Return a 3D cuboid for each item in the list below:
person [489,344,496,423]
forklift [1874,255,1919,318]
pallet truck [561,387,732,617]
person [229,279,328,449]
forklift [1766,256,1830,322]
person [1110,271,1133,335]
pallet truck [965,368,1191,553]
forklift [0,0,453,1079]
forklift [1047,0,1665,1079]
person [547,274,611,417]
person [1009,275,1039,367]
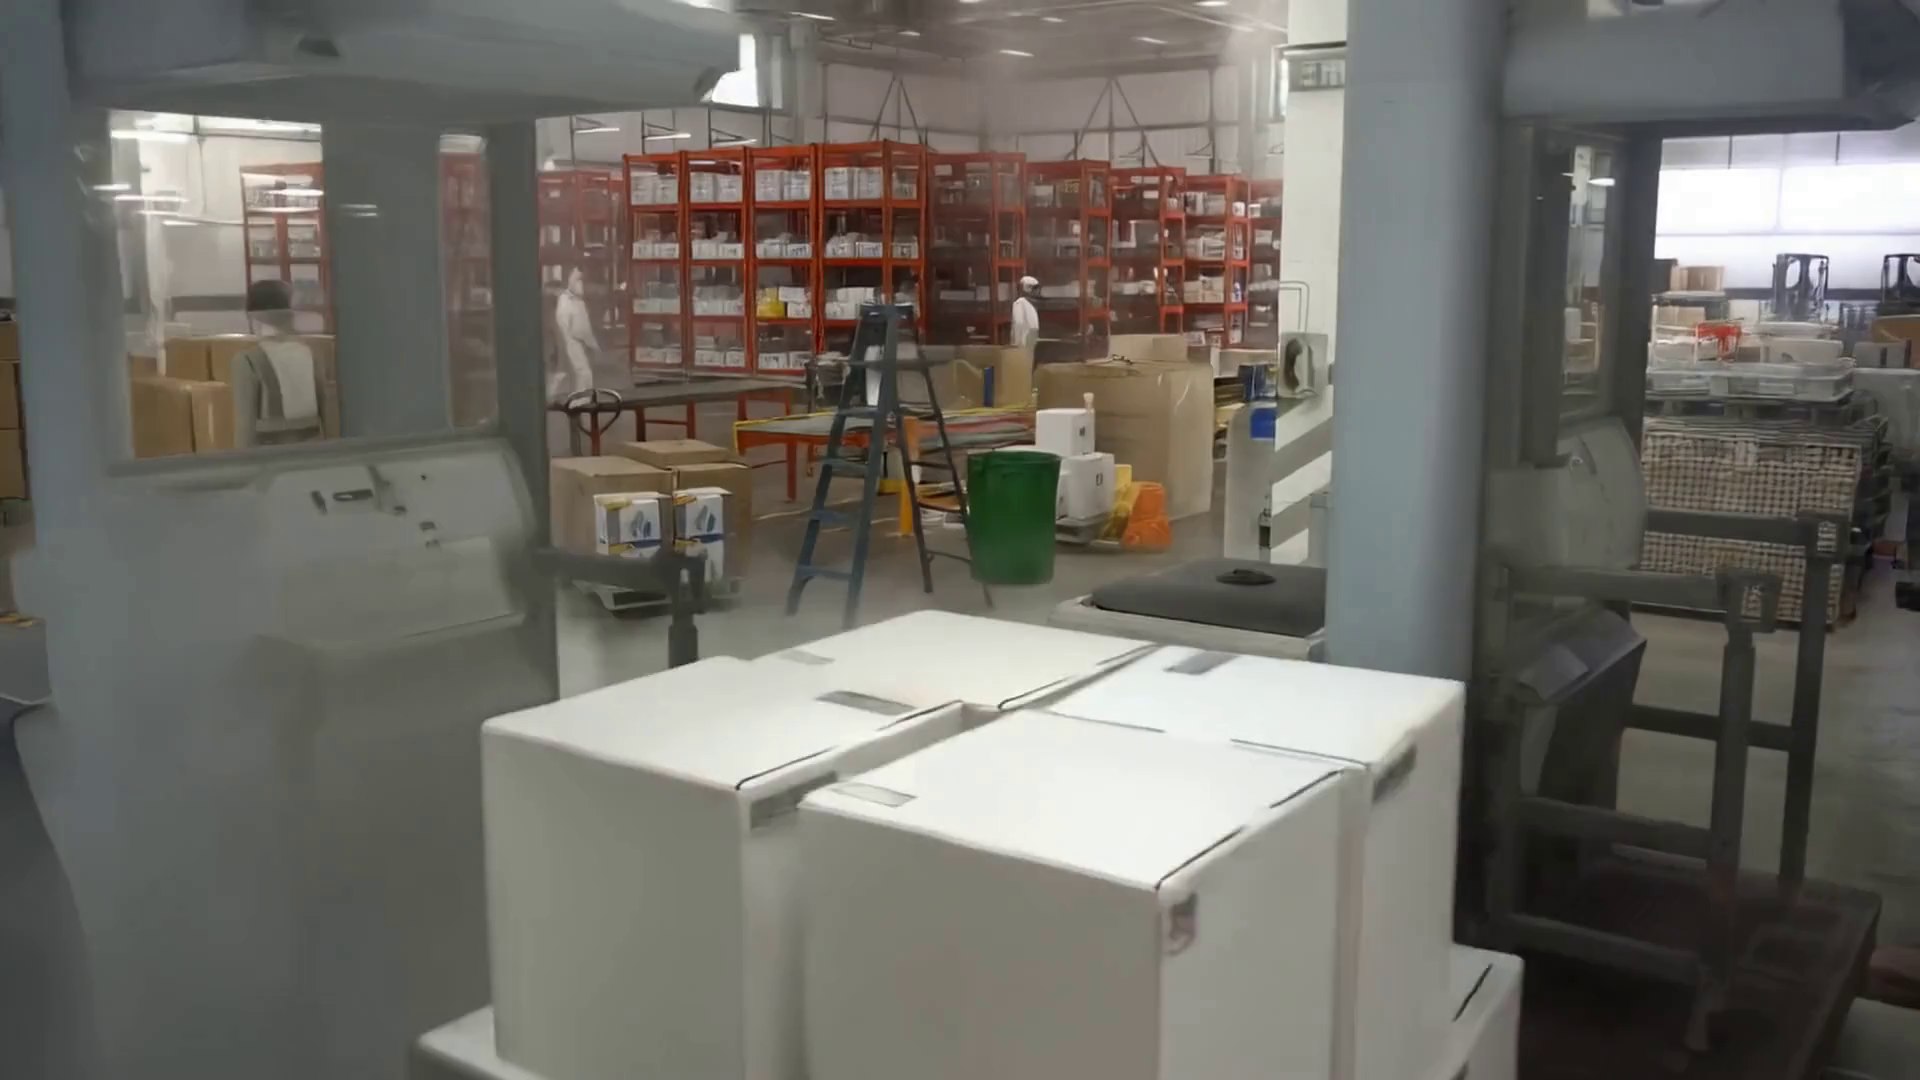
[{"bbox_3d":[-3.935,-1.290,14.377,0.626,1.813,0.658,8,13,40],"label":"person"},{"bbox_3d":[22.089,-5.634,38.796,1.157,1.987,2.680,6,11,33],"label":"forklift"},{"bbox_3d":[-1.981,-0.274,10.088,0.680,1.201,1.601,-5,11,-28],"label":"pallet truck"},{"bbox_3d":[-3.689,-0.469,9.157,0.583,1.926,0.626,4,10,21],"label":"person"},{"bbox_3d":[20.253,-5.854,40.139,1.157,1.987,2.680,7,12,35],"label":"forklift"},{"bbox_3d":[3.030,-4.109,31.129,0.403,1.830,0.599,-5,11,-26],"label":"person"},{"bbox_3d":[0.845,-0.609,11.869,1.630,1.274,0.653,7,12,35],"label":"pallet truck"},{"bbox_3d":[-1.592,-0.034,3.744,1.873,2.768,1.129,7,12,35],"label":"forklift"},{"bbox_3d":[1.249,-0.137,4.360,1.873,2.768,1.129,7,12,35],"label":"forklift"},{"bbox_3d":[-5.062,-2.520,21.605,0.967,1.864,0.642,0,10,3],"label":"person"},{"bbox_3d":[0.799,-2.374,20.765,0.372,1.841,0.570,2,10,13],"label":"person"}]
